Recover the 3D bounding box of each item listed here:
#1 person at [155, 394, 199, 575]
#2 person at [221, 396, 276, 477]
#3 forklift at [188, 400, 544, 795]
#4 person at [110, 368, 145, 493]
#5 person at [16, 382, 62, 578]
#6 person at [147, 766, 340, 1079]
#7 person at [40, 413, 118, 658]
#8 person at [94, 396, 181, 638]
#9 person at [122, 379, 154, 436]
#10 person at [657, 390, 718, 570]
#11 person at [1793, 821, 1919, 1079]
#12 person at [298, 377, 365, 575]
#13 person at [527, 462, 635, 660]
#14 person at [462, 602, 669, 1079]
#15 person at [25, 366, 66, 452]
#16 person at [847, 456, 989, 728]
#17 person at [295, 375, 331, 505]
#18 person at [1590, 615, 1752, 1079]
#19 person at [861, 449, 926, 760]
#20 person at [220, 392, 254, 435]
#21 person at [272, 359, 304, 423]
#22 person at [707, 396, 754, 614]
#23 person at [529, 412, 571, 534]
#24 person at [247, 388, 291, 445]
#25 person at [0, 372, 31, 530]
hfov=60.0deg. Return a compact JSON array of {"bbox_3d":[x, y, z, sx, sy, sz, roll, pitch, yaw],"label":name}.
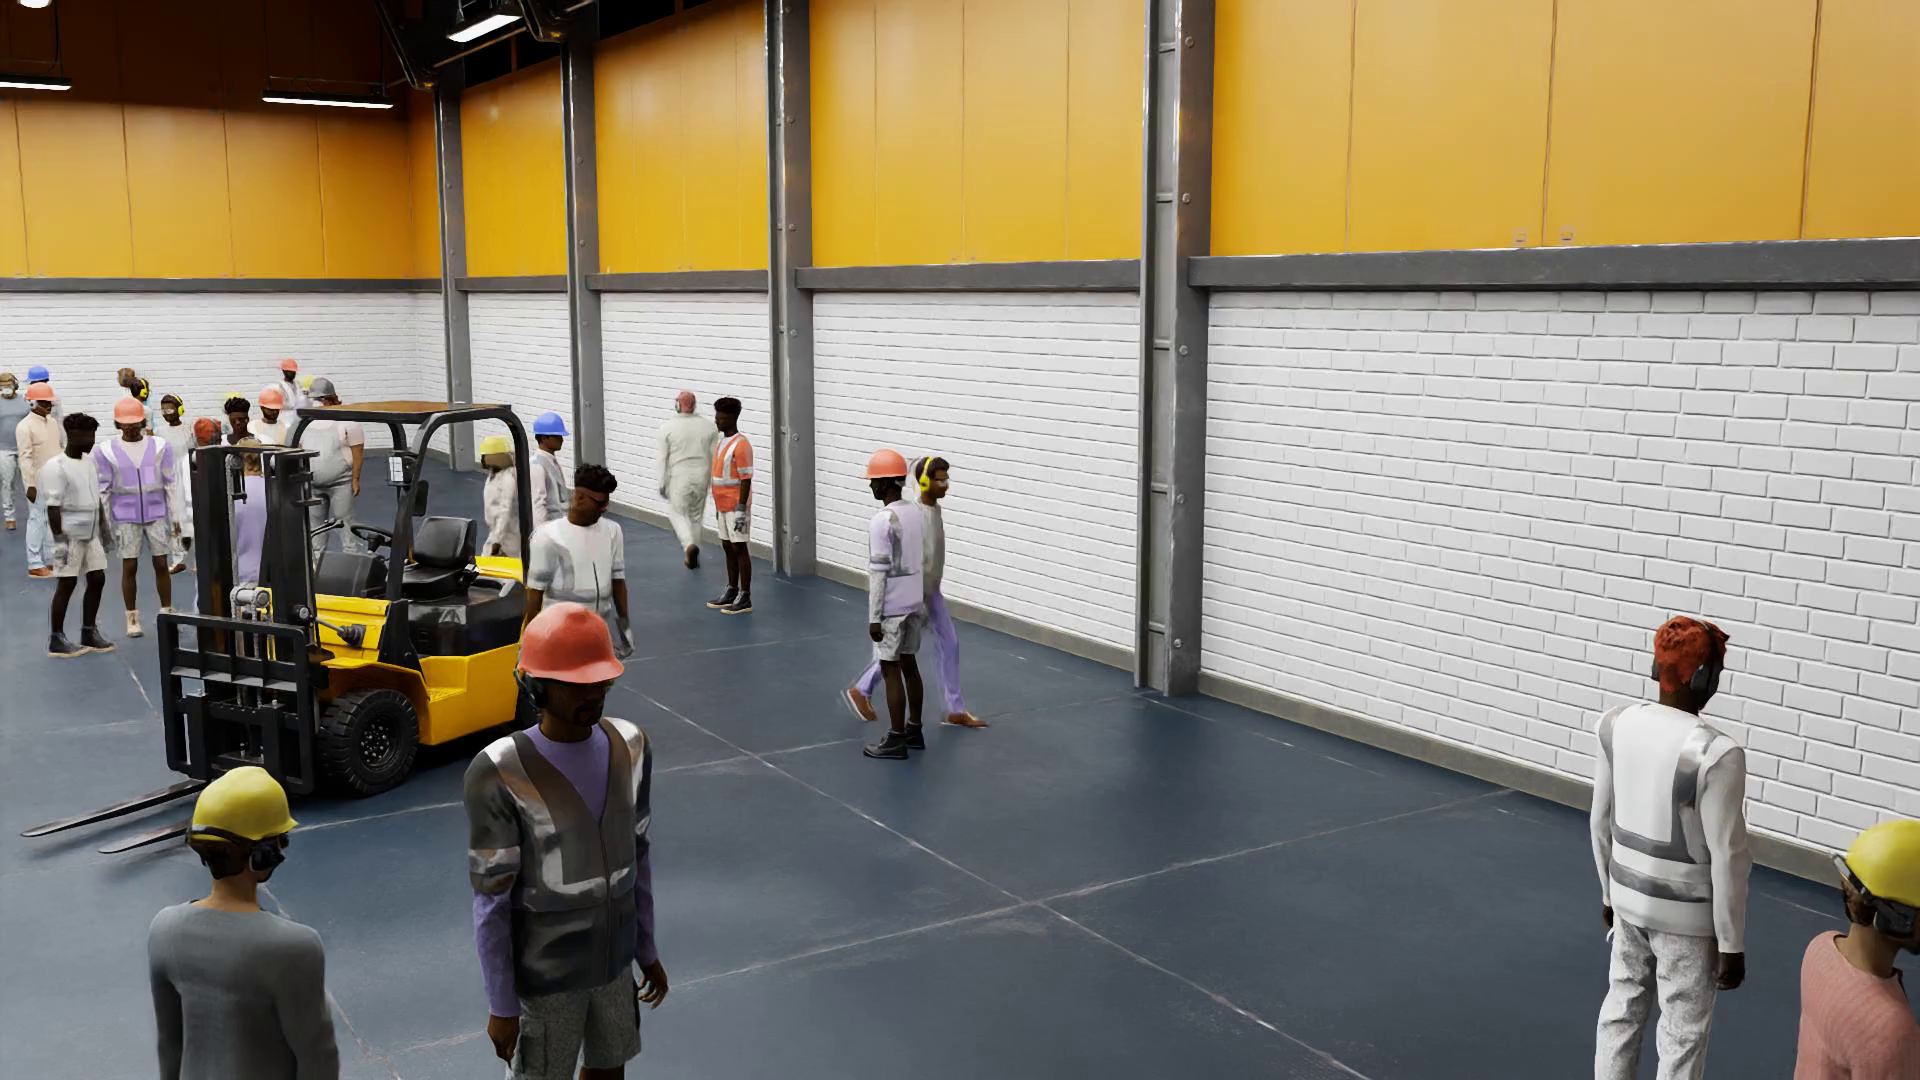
[{"bbox_3d":[-7.975,-0.562,17.009,0.512,1.861,0.325,1,8,5],"label":"person"},{"bbox_3d":[-6.419,-0.308,14.926,0.617,1.964,0.361,-4,9,-26],"label":"person"},{"bbox_3d":[-3.529,0.258,10.348,1.214,2.155,2.313,4,9,25],"label":"forklift"},{"bbox_3d":[-11.940,-1.552,23.806,0.748,1.815,0.525,0,8,0],"label":"person"},{"bbox_3d":[-9.291,-0.604,16.885,0.398,1.986,0.607,0,8,0],"label":"person"},{"bbox_3d":[-1.698,1.416,4.018,0.529,1.761,0.340,4,9,24],"label":"person"},{"bbox_3d":[-7.031,-0.045,13.278,0.440,1.934,0.656,1,9,7],"label":"person"},{"bbox_3d":[-6.876,-0.191,13.939,0.613,2.029,0.409,-6,10,-34],"label":"person"},{"bbox_3d":[-9.879,-1.015,20.082,0.521,1.857,0.343,4,9,23],"label":"person"},{"bbox_3d":[-2.795,-0.610,17.233,0.648,1.890,0.674,-4,10,-28],"label":"person"},{"bbox_3d":[1.992,1.467,3.683,0.343,1.754,0.531,2,9,12],"label":"person"},{"bbox_3d":[-6.436,-0.638,16.902,0.688,2.000,0.535,1,9,8],"label":"person"},{"bbox_3d":[-2.260,0.498,9.671,0.672,1.918,0.661,7,11,40],"label":"person"},{"bbox_3d":[-1.065,1.179,4.650,0.374,2.044,0.607,6,11,37],"label":"person"},{"bbox_3d":[-12.103,-1.351,22.091,0.422,1.931,0.693,-3,9,-21],"label":"person"},{"bbox_3d":[-0.305,0.342,11.050,0.940,1.830,0.511,4,9,23],"label":"person"},{"bbox_3d":[-8.610,-1.329,22.420,0.762,1.777,0.649,-1,8,-5],"label":"person"},{"bbox_3d":[2.236,1.170,5.237,0.356,1.887,0.573,-4,9,-23],"label":"person"},{"bbox_3d":[-0.425,0.396,10.331,0.385,1.930,0.540,5,10,29],"label":"person"},{"bbox_3d":[-8.958,-1.009,20.634,0.939,1.661,0.487,7,11,41],"label":"person"},{"bbox_3d":[-9.998,-1.778,25.087,0.949,1.895,0.549,3,9,17],"label":"person"},{"bbox_3d":[-2.066,-0.322,15.019,0.368,1.967,0.602,-5,10,-29],"label":"person"},{"bbox_3d":[-3.271,-0.048,13.238,0.404,1.945,0.615,-1,8,-4],"label":"person"},{"bbox_3d":[-6.994,-0.585,16.937,0.550,1.925,0.390,-6,10,-36],"label":"person"},{"bbox_3d":[-11.534,-1.079,20.279,0.636,1.928,0.380,-5,10,-31],"label":"person"}]
